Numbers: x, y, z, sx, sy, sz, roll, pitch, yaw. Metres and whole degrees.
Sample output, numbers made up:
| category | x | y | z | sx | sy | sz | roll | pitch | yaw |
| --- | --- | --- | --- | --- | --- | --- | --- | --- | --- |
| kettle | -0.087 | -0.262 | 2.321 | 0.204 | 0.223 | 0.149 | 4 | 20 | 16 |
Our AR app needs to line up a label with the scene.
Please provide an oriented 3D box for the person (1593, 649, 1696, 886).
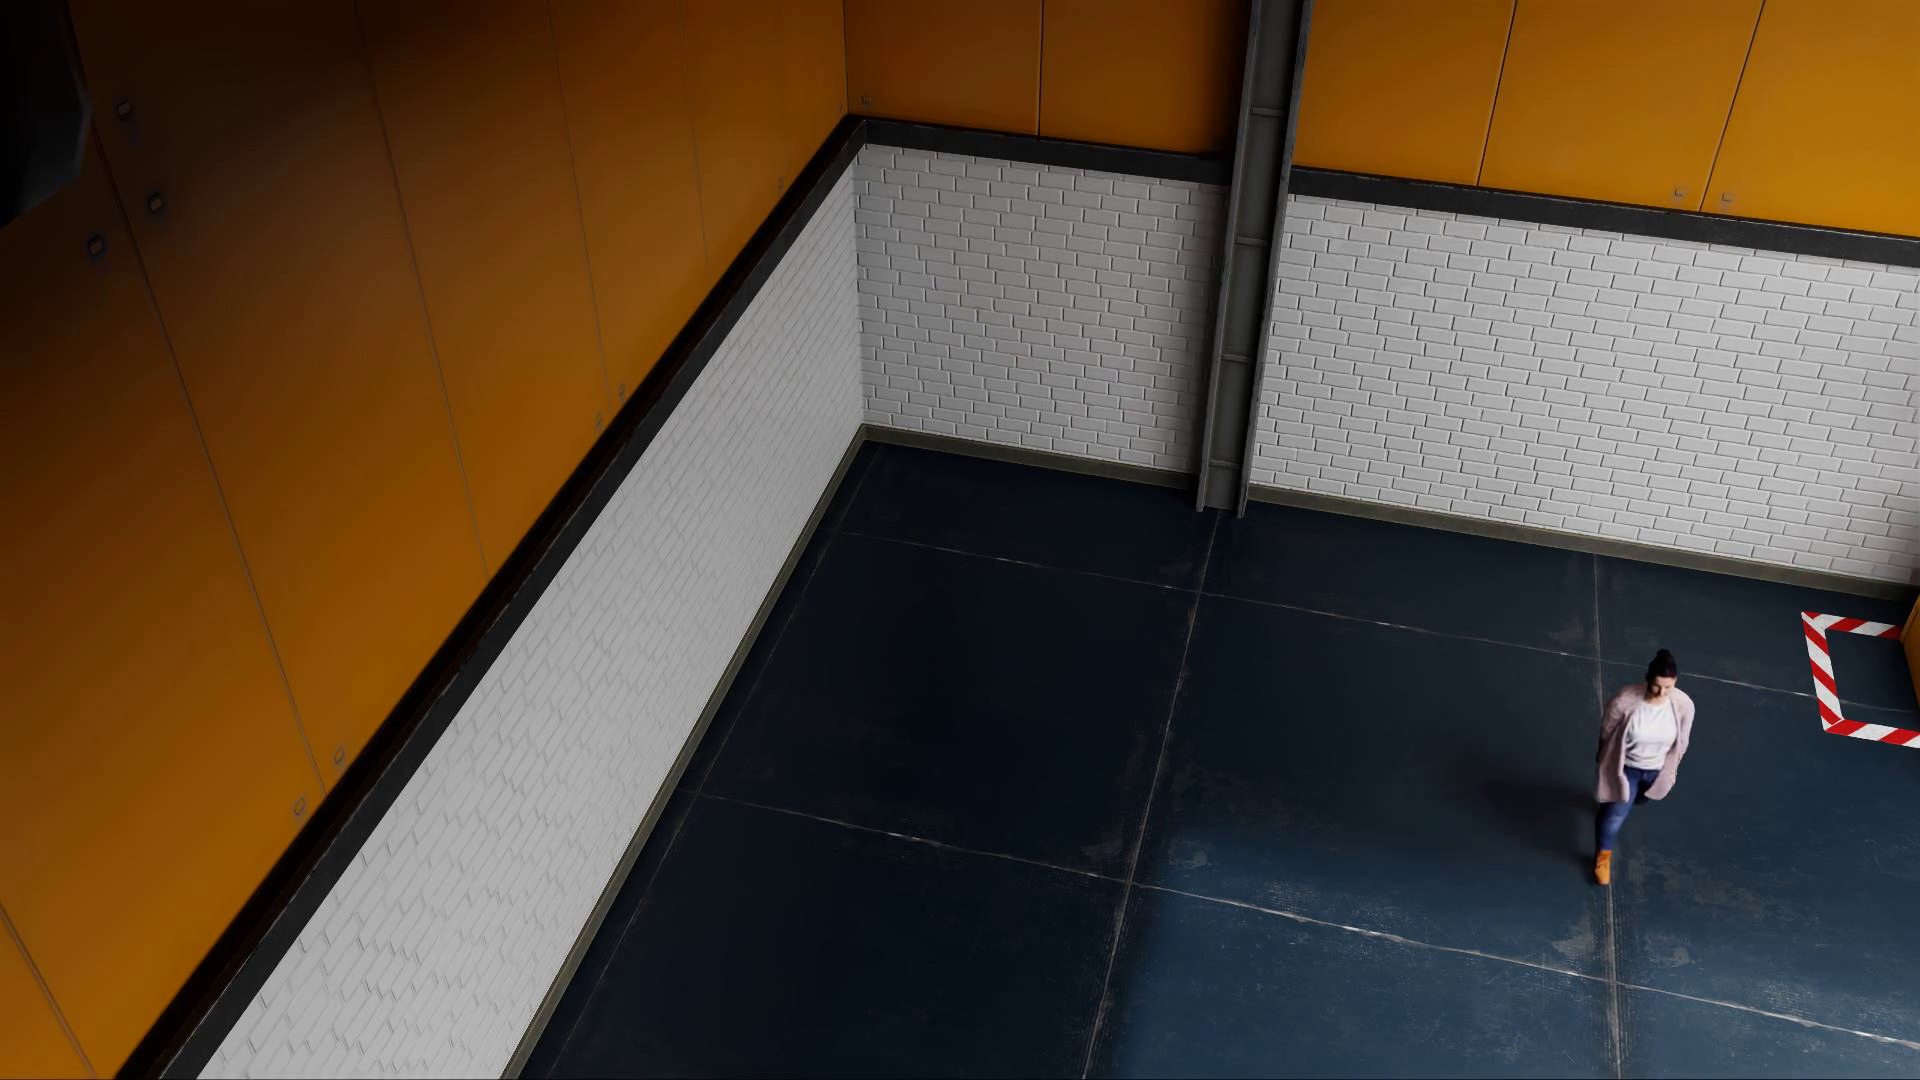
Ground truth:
| category | x | y | z | sx | sy | sz | roll | pitch | yaw |
| --- | --- | --- | --- | --- | --- | --- | --- | --- | --- |
| person | 4.267 | 1.328 | 10.493 | 1.015 | 1.720 | 0.815 | 4 | 39 | 6 |
